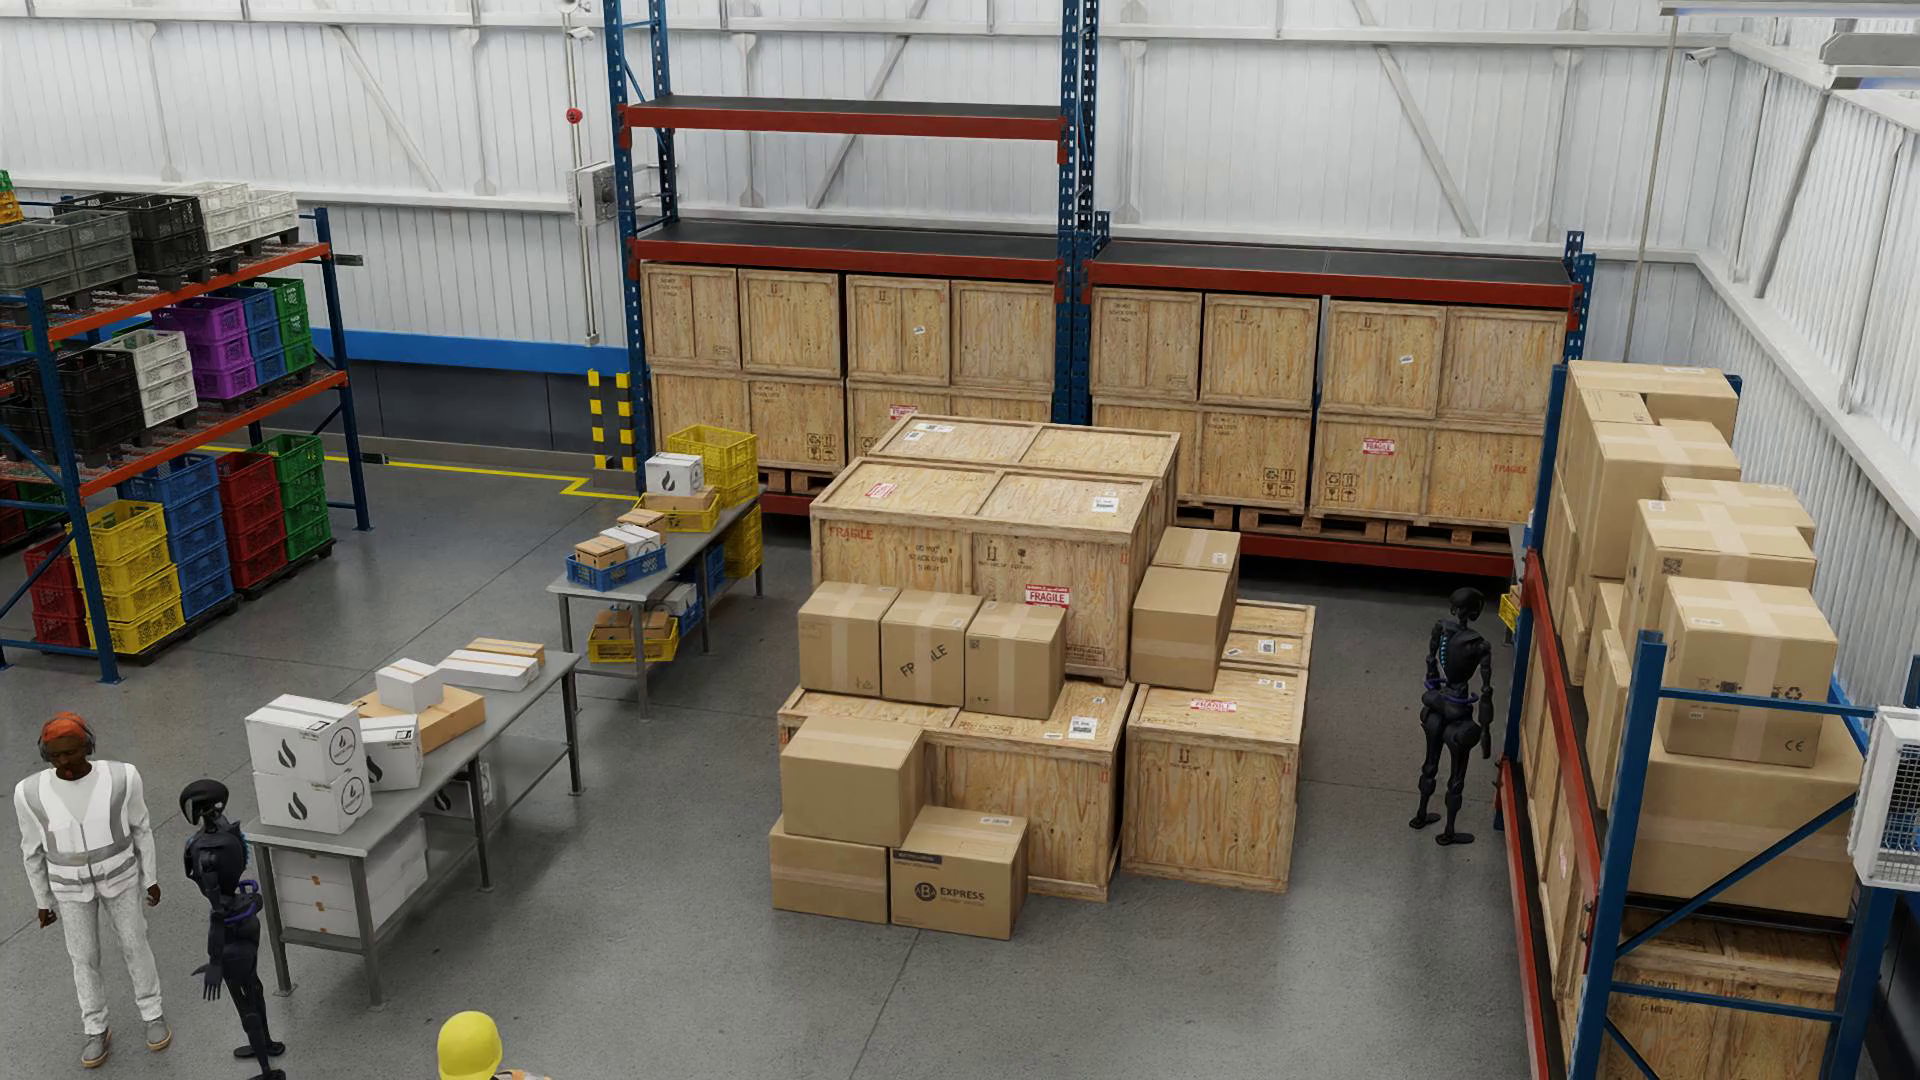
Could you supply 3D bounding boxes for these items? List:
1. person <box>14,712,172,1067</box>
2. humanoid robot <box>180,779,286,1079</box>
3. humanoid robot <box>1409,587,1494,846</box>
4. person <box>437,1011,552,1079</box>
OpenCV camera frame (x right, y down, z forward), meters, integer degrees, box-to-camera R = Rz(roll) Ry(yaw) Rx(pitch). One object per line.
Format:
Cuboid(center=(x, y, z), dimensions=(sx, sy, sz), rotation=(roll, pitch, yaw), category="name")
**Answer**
Cuboid(center=(-4.296, 1.724, 8.277), dimensions=(0.573, 1.882, 0.356), rotation=(-10, 23, -24), category="person")
Cuboid(center=(-3.556, 1.904, 8.074), dimensions=(0.327, 1.657, 0.584), rotation=(-7, 22, -17), category="humanoid robot")
Cuboid(center=(3.061, 1.066, 10.266), dimensions=(0.331, 1.657, 0.584), rotation=(-10, 23, -25), category="humanoid robot")
Cuboid(center=(-1.702, 2.538, 6.083), dimensions=(0.593, 1.926, 0.363), rotation=(-7, 22, -18), category="person")
